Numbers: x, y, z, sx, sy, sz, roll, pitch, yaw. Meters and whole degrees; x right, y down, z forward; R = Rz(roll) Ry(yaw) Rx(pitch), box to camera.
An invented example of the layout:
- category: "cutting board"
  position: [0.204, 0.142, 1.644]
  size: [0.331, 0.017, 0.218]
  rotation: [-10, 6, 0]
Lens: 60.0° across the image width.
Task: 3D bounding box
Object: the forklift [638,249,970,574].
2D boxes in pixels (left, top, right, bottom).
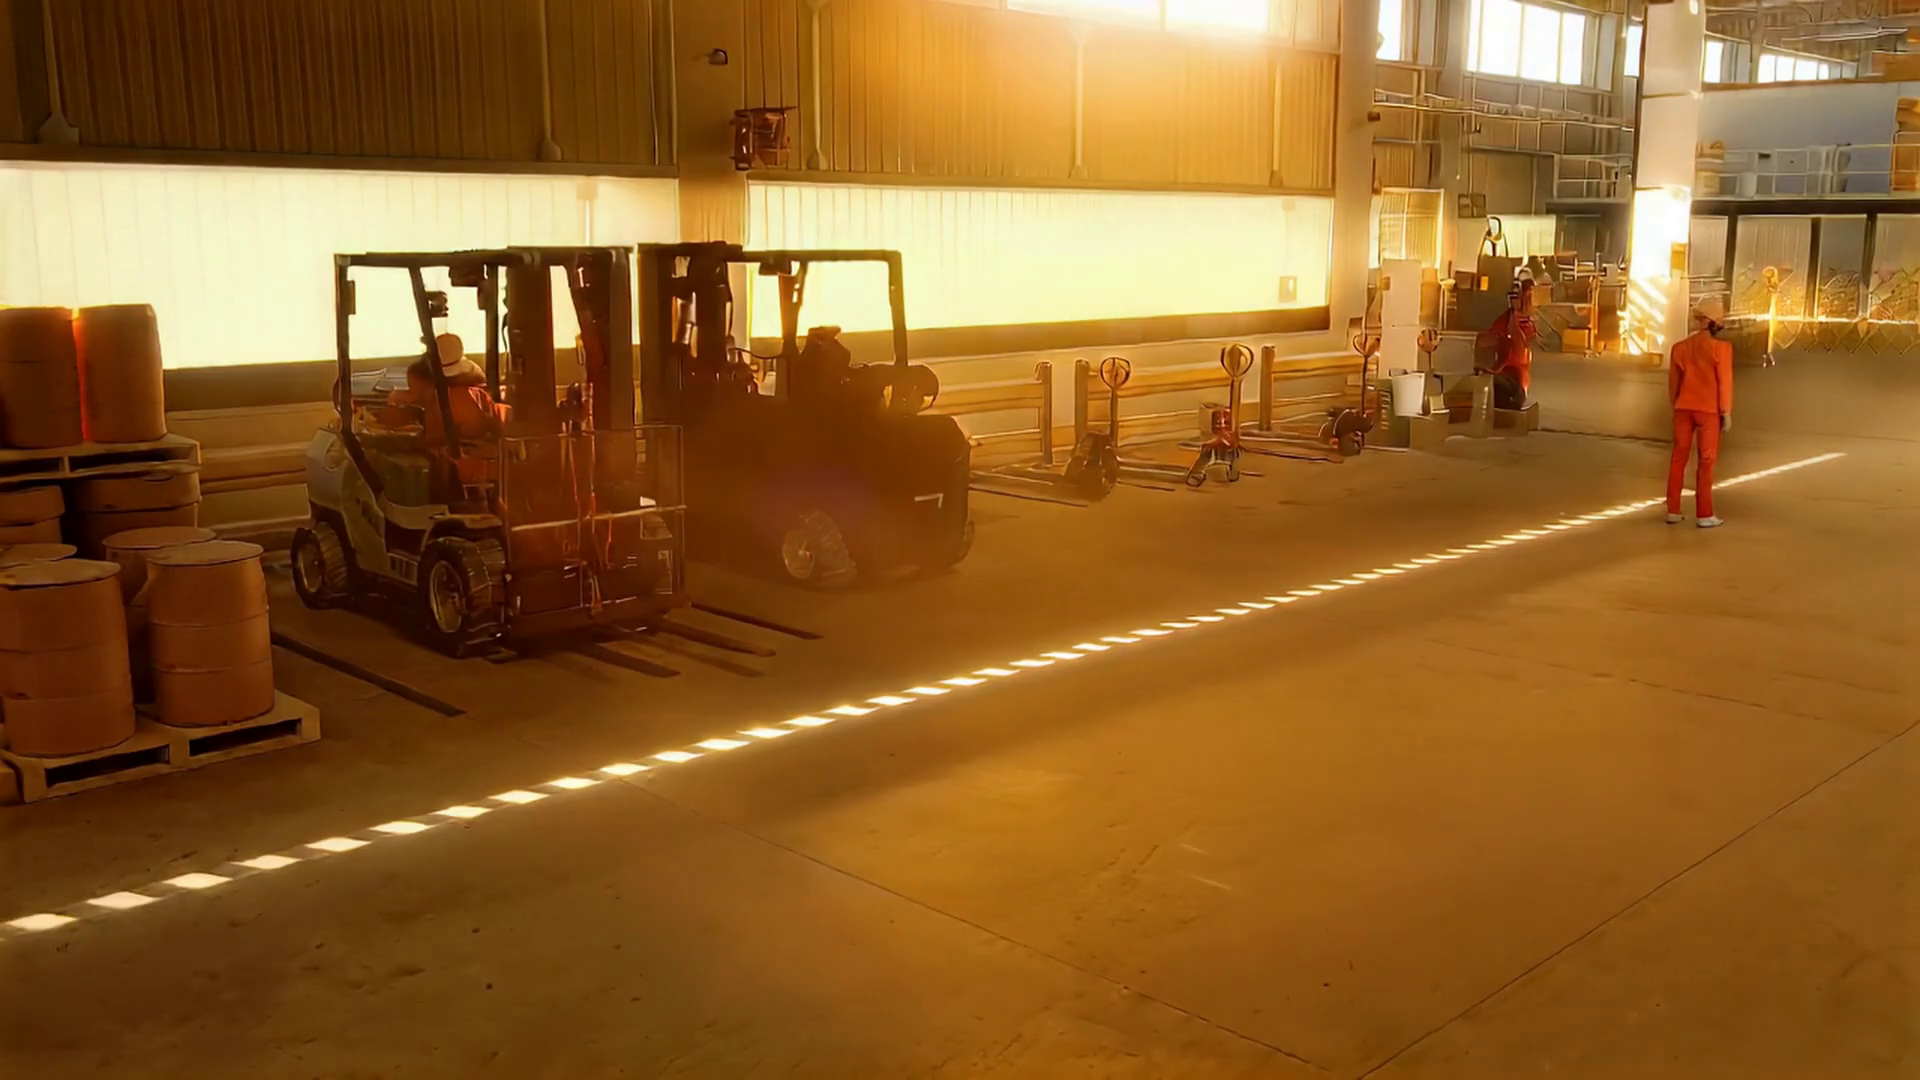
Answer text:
- category: "forklift"
  position: [-1.173, -0.958, 11.239]
  size: [2.680, 1.987, 1.157]
  rotation: [10, 14, 43]

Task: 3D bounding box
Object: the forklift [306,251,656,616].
- category: "forklift"
  position: [-2.833, -0.669, 9.694]
  size: [1.157, 1.987, 2.680]
  rotation: [-10, 14, -44]

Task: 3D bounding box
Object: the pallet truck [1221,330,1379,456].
- category: "pallet truck"
  position: [3.563, -1.581, 17.381]
  size: [0.653, 1.274, 1.630]
  rotation: [-10, 14, -44]

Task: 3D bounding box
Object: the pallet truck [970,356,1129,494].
- category: "pallet truck"
  position: [0.784, -1.085, 14.876]
  size: [0.680, 1.201, 1.601]
  rotation: [-10, 14, -44]

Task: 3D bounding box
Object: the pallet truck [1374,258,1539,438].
- category: "pallet truck"
  position: [5.704, -2.208, 18.901]
  size: [1.885, 1.965, 0.823]
  rotation: [10, 14, 43]

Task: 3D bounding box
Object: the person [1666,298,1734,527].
- category: "person"
  position: [5.716, -0.980, 12.851]
  size: [0.318, 1.764, 0.522]
  rotation: [-7, 13, -34]

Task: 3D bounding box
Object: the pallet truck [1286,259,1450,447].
- category: "pallet truck"
  position: [4.493, -2.078, 18.196]
  size: [0.823, 1.965, 1.885]
  rotation: [-9, 14, -40]

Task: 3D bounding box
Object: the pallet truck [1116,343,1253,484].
- category: "pallet truck"
  position: [1.962, -1.215, 15.415]
  size: [1.522, 1.261, 0.704]
  rotation: [10, 14, 43]
